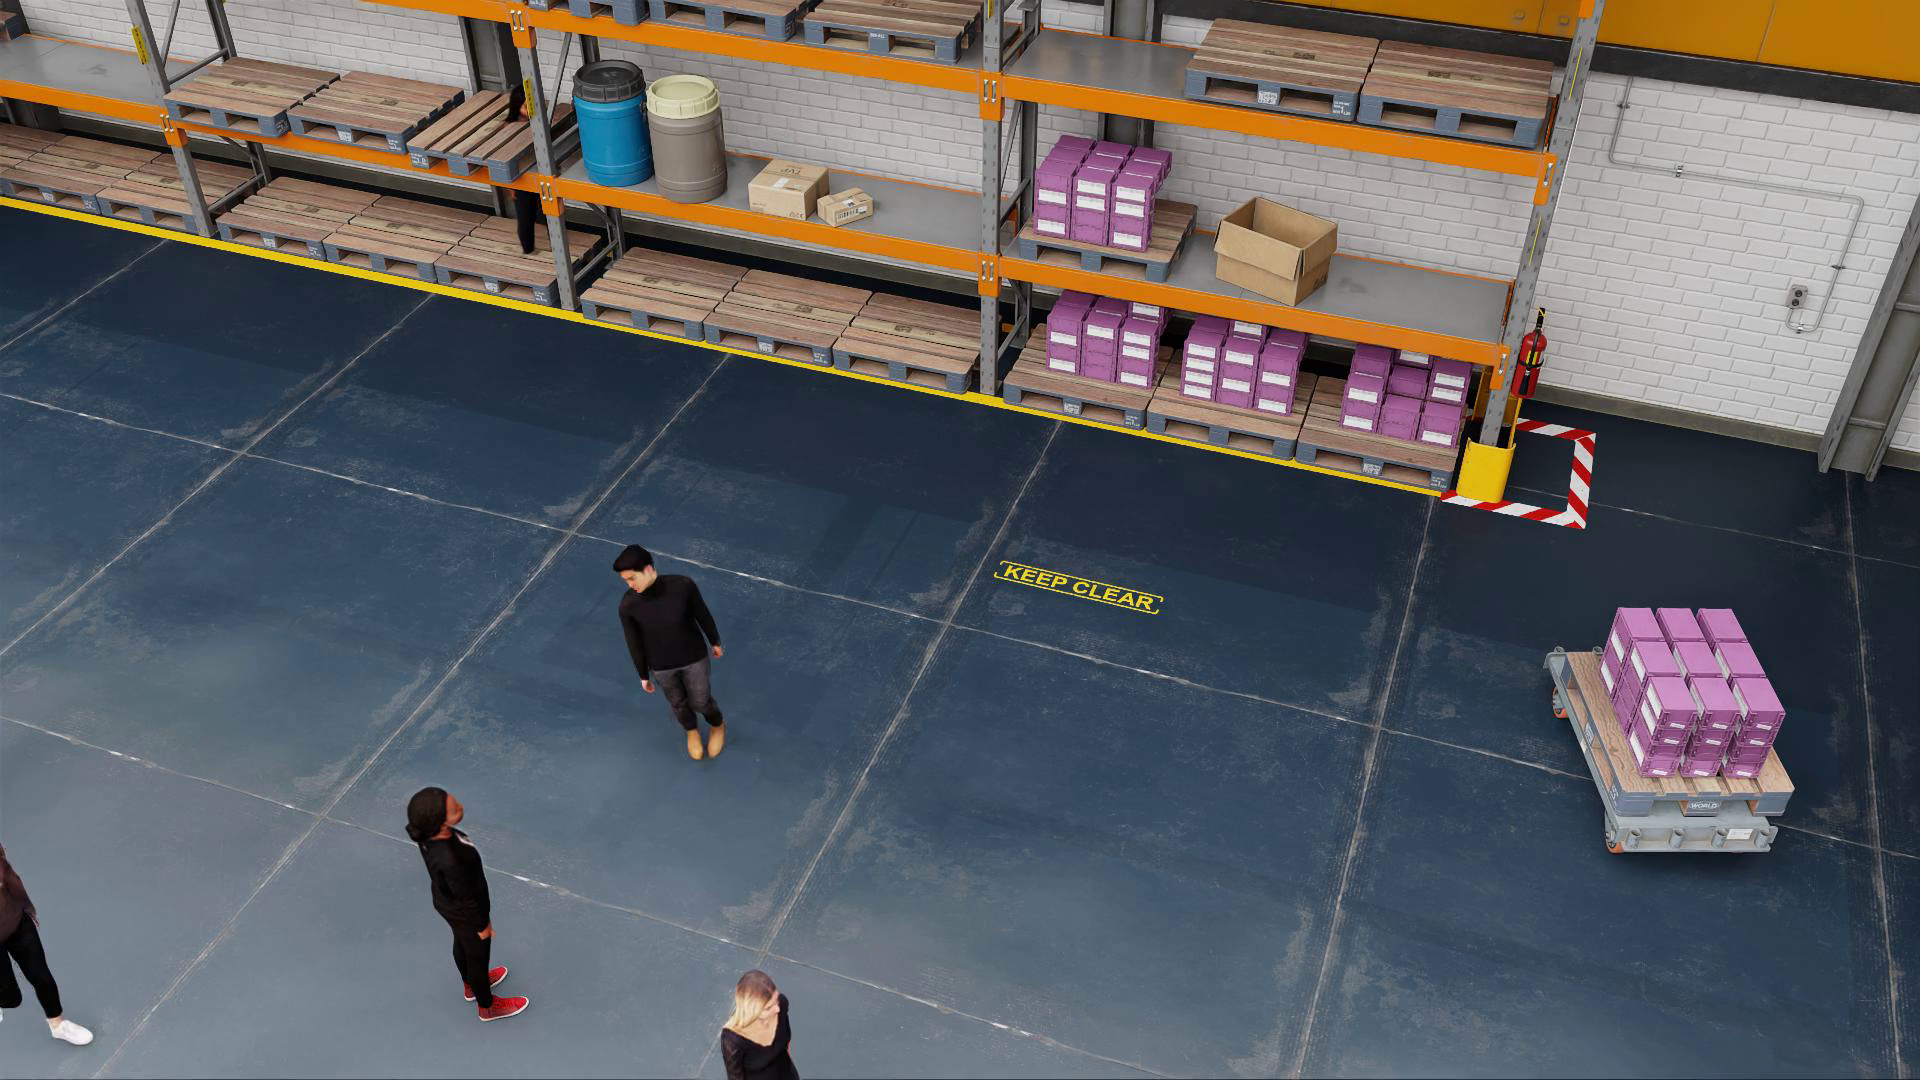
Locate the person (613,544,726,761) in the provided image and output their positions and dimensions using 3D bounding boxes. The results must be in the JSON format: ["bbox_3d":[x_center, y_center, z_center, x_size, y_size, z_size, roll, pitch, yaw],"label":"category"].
[{"bbox_3d":[-1.712,0.676,10.185,0.720,1.685,0.874,-14,41,-17],"label":"person"}]

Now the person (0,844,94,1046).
[{"bbox_3d":[-4.980,2.018,8.502,0.848,1.688,0.615,14,41,17],"label":"person"}]

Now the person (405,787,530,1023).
[{"bbox_3d":[-2.599,1.897,8.664,0.745,1.675,0.651,-25,45,-28],"label":"person"}]

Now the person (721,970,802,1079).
[{"bbox_3d":[-0.994,2.542,7.863,0.722,1.668,0.675,30,47,32],"label":"person"}]

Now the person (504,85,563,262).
[{"bbox_3d":[-3.838,-3.253,15.003,0.780,1.813,0.827,-19,42,-22],"label":"person"}]
